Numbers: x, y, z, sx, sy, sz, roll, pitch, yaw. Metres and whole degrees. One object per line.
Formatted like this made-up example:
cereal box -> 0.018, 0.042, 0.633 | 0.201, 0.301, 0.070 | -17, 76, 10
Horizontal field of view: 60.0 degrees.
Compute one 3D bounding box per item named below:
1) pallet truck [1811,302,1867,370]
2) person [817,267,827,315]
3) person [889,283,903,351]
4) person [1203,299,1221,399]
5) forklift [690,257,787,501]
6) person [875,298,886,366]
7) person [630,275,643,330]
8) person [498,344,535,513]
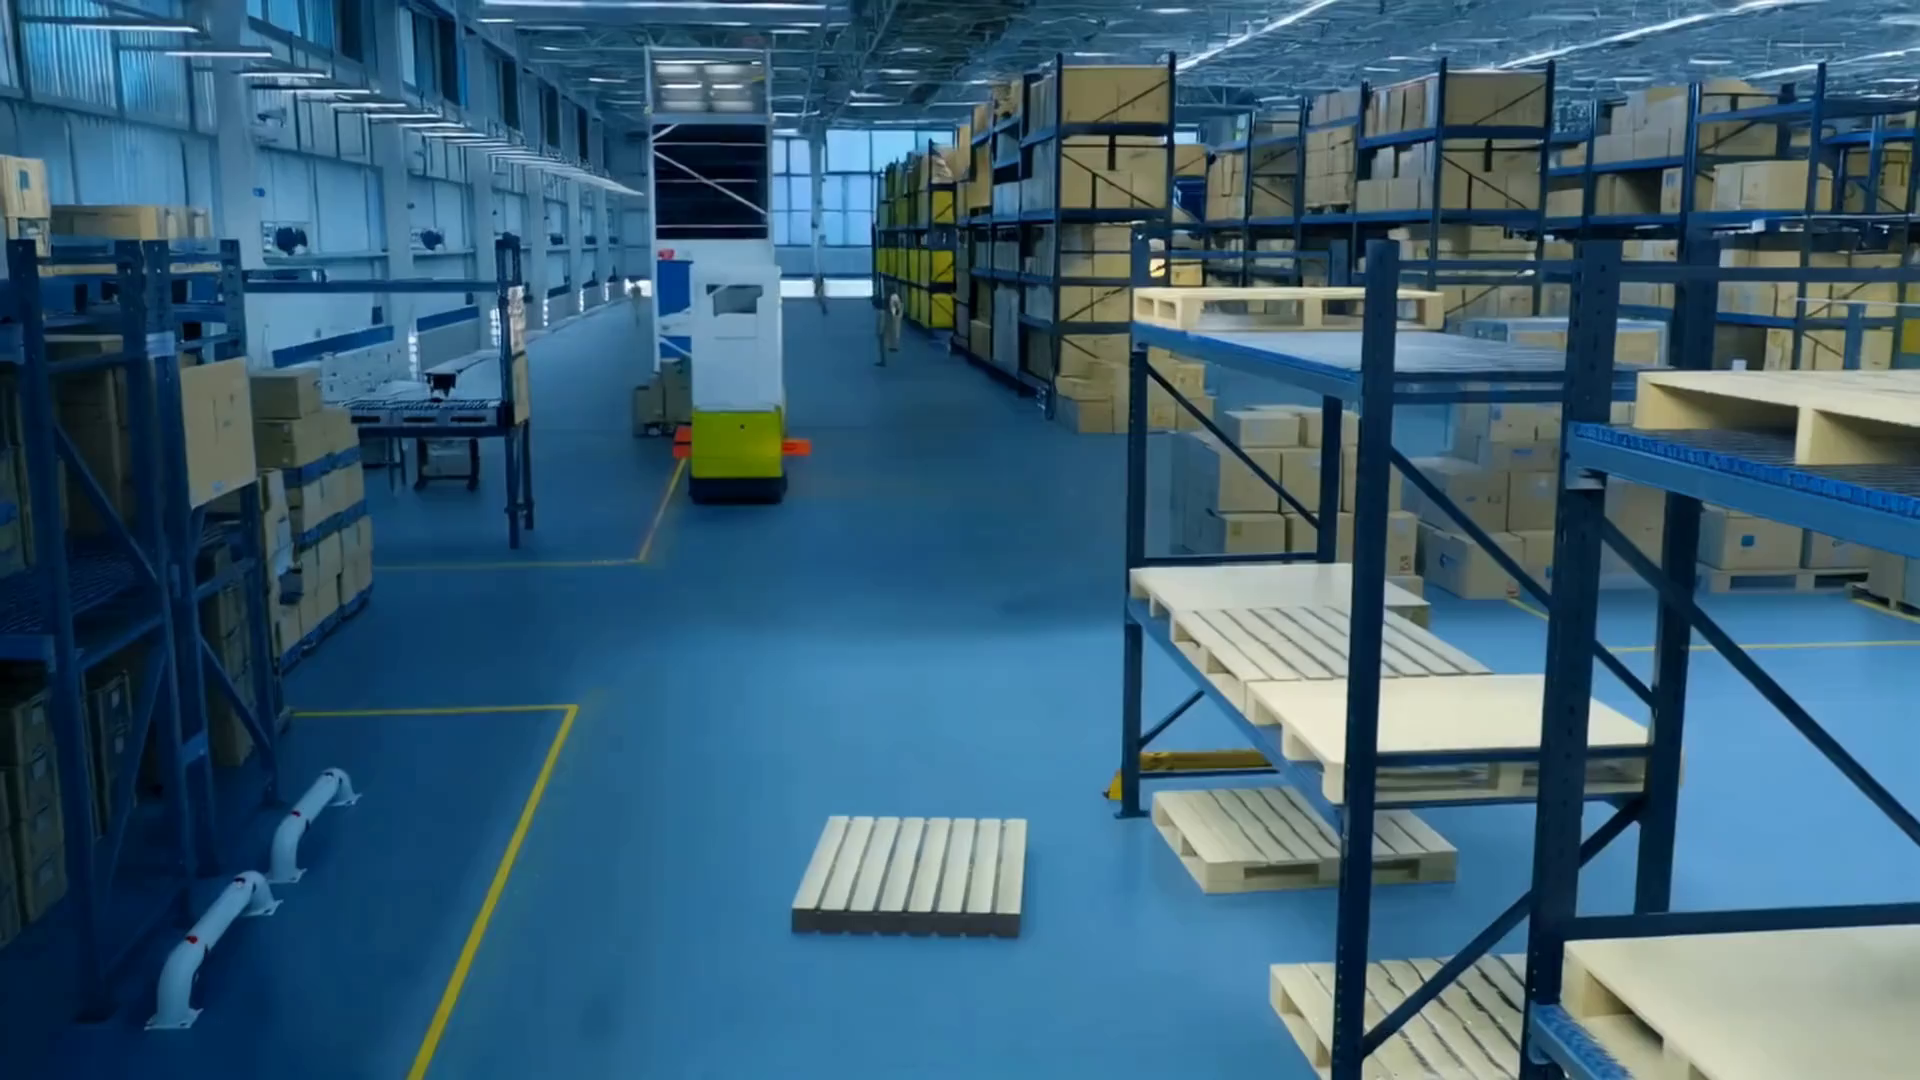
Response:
pallet truck -> 15.846, -3.142, 28.793 | 1.885, 1.965, 0.823 | 2, 10, 12
person -> -5.617, -10.141, 67.823 | 0.459, 1.925, 0.569 | 0, 10, 1
person -> -1.767, -6.131, 45.773 | 0.372, 1.843, 0.570 | -1, 10, -6
person -> 4.823, -3.671, 31.978 | 0.403, 1.906, 0.651 | -1, 10, -6
forklift -> -2.650, -1.955, 19.765 | 1.129, 2.768, 1.873 | -1, 10, -6
person -> -1.927, -5.021, 40.210 | 0.266, 1.631, 0.507 | -1, 10, -6
person -> -10.972, -8.043, 56.380 | 0.429, 1.841, 0.633 | -1, 10, -6
person -> -4.954, -1.272, 18.592 | 0.352, 1.937, 0.635 | -1, 10, -6
